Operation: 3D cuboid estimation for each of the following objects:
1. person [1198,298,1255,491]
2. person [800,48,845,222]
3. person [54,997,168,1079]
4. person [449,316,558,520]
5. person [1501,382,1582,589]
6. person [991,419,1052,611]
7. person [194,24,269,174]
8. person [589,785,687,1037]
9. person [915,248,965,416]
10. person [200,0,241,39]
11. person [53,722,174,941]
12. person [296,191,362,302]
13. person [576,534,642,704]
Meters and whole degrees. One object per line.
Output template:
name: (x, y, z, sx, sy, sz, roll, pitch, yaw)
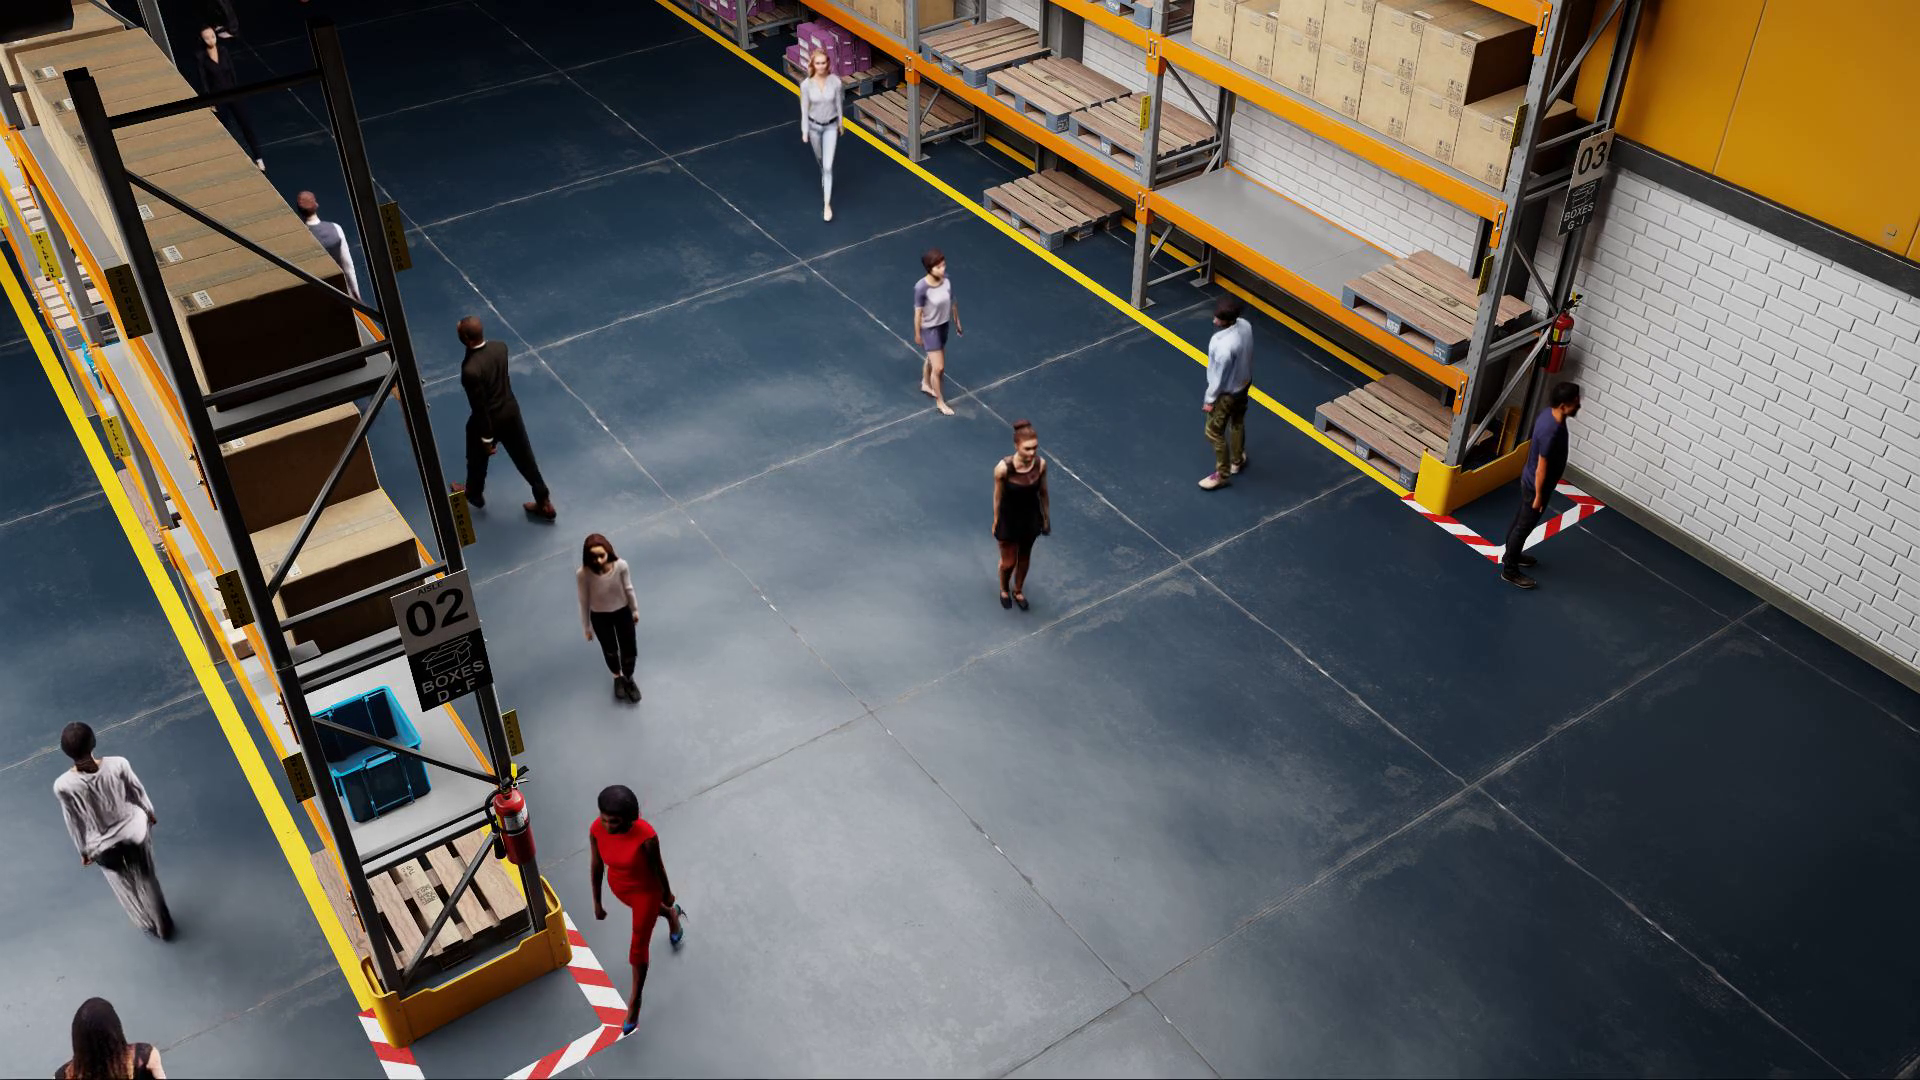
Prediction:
person: (2.292, -1.270, 13.807, 0.894, 1.791, 0.744, -30, 47, -32)
person: (-1.475, -4.402, 17.762, 1.026, 1.750, 1.265, -3, 39, -3)
person: (-4.202, 3.071, 8.450, 0.752, 1.694, 0.848, -16, 41, -19)
person: (-3.647, -0.945, 13.338, 1.312, 1.870, 1.040, 19, 42, 22)
person: (4.444, -0.457, 12.790, 0.736, 1.790, 0.716, 12, 40, 15)
person: (0.423, -0.214, 12.583, 0.657, 1.669, 0.657, -11, 40, -14)
person: (-8.193, -4.883, 18.435, 1.096, 1.662, 0.754, 30, 47, 32)
person: (-1.864, 2.005, 9.787, 1.114, 1.691, 1.092, 10, 40, 13)
person: (-0.282, -1.931, 14.830, 0.823, 1.548, 0.676, 27, 46, 30)
person: (-9.596, -7.417, 21.446, 0.786, 1.864, 0.633, -15, 41, -18)
person: (-5.029, 1.823, 9.961, 0.616, 1.757, 0.619, -22, 44, -26)
person: (-5.603, -2.172, 14.833, 0.656, 1.921, 0.722, -22, 44, -26)
person: (-2.501, 0.499, 11.846, 0.626, 1.474, 0.627, -13, 40, -15)
